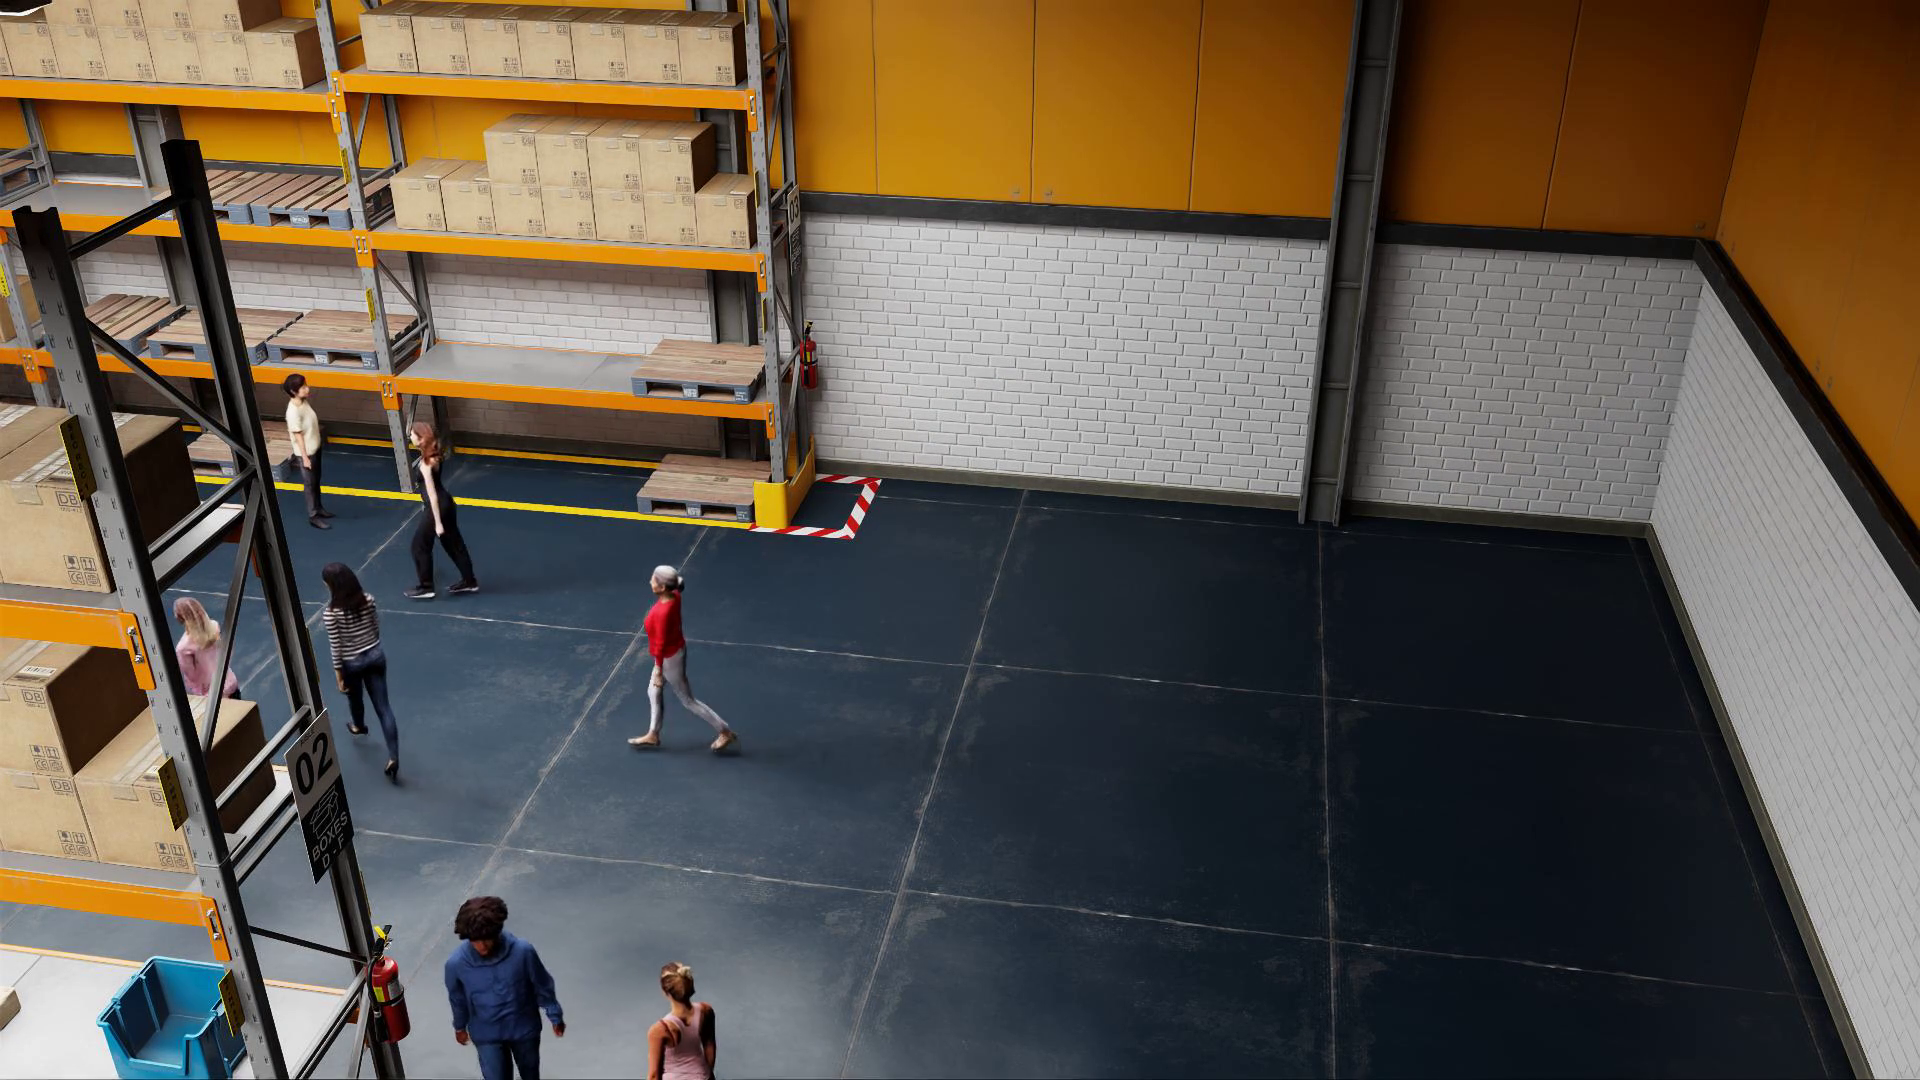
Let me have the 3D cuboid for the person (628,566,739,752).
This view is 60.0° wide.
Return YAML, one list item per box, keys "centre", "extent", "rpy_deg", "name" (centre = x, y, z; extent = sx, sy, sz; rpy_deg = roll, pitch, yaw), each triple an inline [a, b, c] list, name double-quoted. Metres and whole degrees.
- centre: [-2.135, 0.959, 12.846]
  extent: [1.143, 1.657, 0.656]
  rpy_deg: [1, 29, 2]
  name: "person"

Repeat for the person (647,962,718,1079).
- centre: [-1.459, 3.031, 9.051]
  extent: [0.866, 1.652, 0.930]
  rpy_deg: [-22, 36, -35]
  name: "person"

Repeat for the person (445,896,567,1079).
- centre: [-2.629, 2.695, 9.527]
  extent: [0.905, 1.787, 0.992]
  rpy_deg: [-12, 31, -20]
  name: "person"

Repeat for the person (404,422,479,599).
- centre: [-4.618, -0.267, 15.024]
  extent: [0.963, 1.723, 0.796]
  rpy_deg: [-4, 29, -8]
  name: "person"

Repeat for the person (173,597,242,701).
- centre: [-5.509, 1.182, 12.445]
  extent: [1.086, 1.649, 0.762]
  rpy_deg: [12, 31, 20]
  name: "person"

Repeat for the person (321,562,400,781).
- centre: [-4.472, 1.037, 12.630]
  extent: [1.194, 1.728, 1.021]
  rpy_deg: [23, 36, 36]
  name: "person"

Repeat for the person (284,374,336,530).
- centre: [-6.389, -0.880, 16.290]
  extent: [0.575, 1.588, 0.644]
  rpy_deg: [-3, 29, -6]
  name: "person"
